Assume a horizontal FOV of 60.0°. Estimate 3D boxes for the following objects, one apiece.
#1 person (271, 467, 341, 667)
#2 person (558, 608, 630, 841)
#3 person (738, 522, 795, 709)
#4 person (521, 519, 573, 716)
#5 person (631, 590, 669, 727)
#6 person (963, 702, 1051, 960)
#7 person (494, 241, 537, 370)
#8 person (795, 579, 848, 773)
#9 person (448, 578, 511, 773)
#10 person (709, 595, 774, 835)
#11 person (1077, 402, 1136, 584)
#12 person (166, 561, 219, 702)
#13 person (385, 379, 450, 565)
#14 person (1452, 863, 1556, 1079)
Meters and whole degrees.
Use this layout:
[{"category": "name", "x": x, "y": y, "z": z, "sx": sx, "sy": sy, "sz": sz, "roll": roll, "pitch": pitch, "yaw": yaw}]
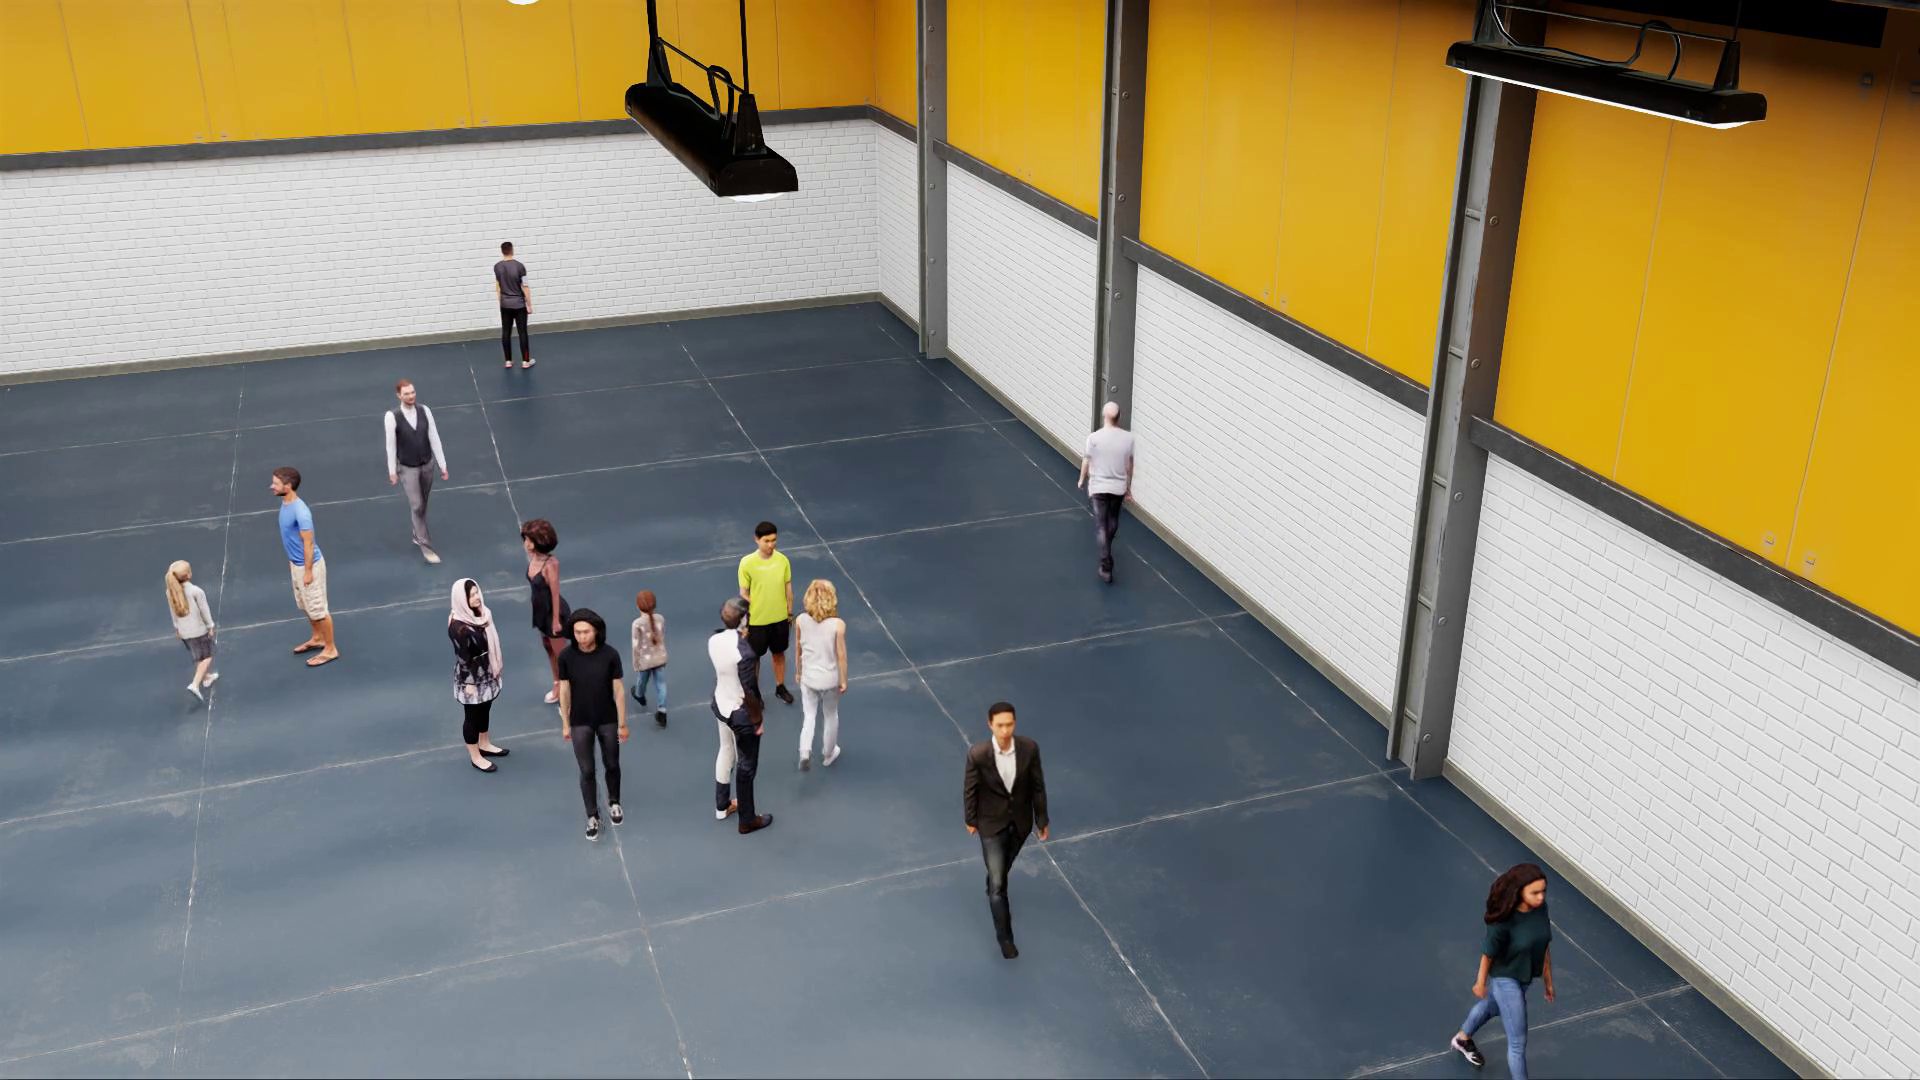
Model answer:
[{"category": "person", "x": -5.908, "y": 0.204, "z": 15.006, "sx": 0.778, "sy": 1.862, "sz": 0.613, "roll": -17, "pitch": 29, "yaw": -33}, {"category": "person", "x": -2.742, "y": 1.314, "z": 12.499, "sx": 0.700, "sy": 1.838, "sz": 0.723, "roll": -3, "pitch": 24, "yaw": -8}, {"category": "person", "x": -1.668, "y": 0.622, "z": 14.244, "sx": 0.626, "sy": 1.708, "sz": 0.542, "roll": -10, "pitch": 26, "yaw": -22}, {"category": "person", "x": -3.468, "y": 0.635, "z": 14.121, "sx": 0.698, "sy": 1.782, "sz": 0.605, "roll": -19, "pitch": 30, "yaw": -37}, {"category": "person", "x": -2.575, "y": 1.019, "z": 14.012, "sx": 0.547, "sy": 1.165, "sz": 0.823, "roll": -13, "pitch": 27, "yaw": -27}, {"category": "person", "x": 0.286, "y": 1.869, "z": 11.327, "sx": 0.711, "sy": 1.759, "sz": 1.126, "roll": -7, "pitch": 25, "yaw": -16}, {"category": "person", "x": -6.198, "y": -3.259, "z": 23.053, "sx": 0.696, "sy": 1.761, "sz": 0.682, "roll": 3, "pitch": 24, "yaw": 7}, {"category": "person", "x": -1.142, "y": 1.107, "z": 13.194, "sx": 0.844, "sy": 1.659, "sz": 0.953, "roll": 6, "pitch": 24, "yaw": 12}, {"category": "person", "x": -3.887, "y": 1.056, "z": 13.337, "sx": 0.802, "sy": 1.638, "sz": 0.713, "roll": 4, "pitch": 24, "yaw": 9}, {"category": "person", "x": -1.680, "y": 1.291, "z": 12.486, "sx": 0.806, "sy": 1.889, "sz": 0.660, "roll": -19, "pitch": 30, "yaw": -37}, {"category": "person", "x": 1.490, "y": -0.450, "z": 16.590, "sx": 0.718, "sy": 1.791, "sz": 1.151, "roll": -6, "pitch": 24, "yaw": -14}, {"category": "person", "x": -6.671, "y": 0.785, "z": 14.426, "sx": 0.736, "sy": 1.262, "sz": 0.878, "roll": 3, "pitch": 24, "yaw": 8}, {"category": "person", "x": -5.680, "y": -0.780, "z": 17.194, "sx": 1.122, "sy": 1.913, "sz": 0.936, "roll": 20, "pitch": 31, "yaw": 38}, {"category": "person", "x": 3.237, "y": 2.582, "z": 9.933, "sx": 0.730, "sy": 1.569, "sz": 1.137, "roll": -13, "pitch": 27, "yaw": -28}]
